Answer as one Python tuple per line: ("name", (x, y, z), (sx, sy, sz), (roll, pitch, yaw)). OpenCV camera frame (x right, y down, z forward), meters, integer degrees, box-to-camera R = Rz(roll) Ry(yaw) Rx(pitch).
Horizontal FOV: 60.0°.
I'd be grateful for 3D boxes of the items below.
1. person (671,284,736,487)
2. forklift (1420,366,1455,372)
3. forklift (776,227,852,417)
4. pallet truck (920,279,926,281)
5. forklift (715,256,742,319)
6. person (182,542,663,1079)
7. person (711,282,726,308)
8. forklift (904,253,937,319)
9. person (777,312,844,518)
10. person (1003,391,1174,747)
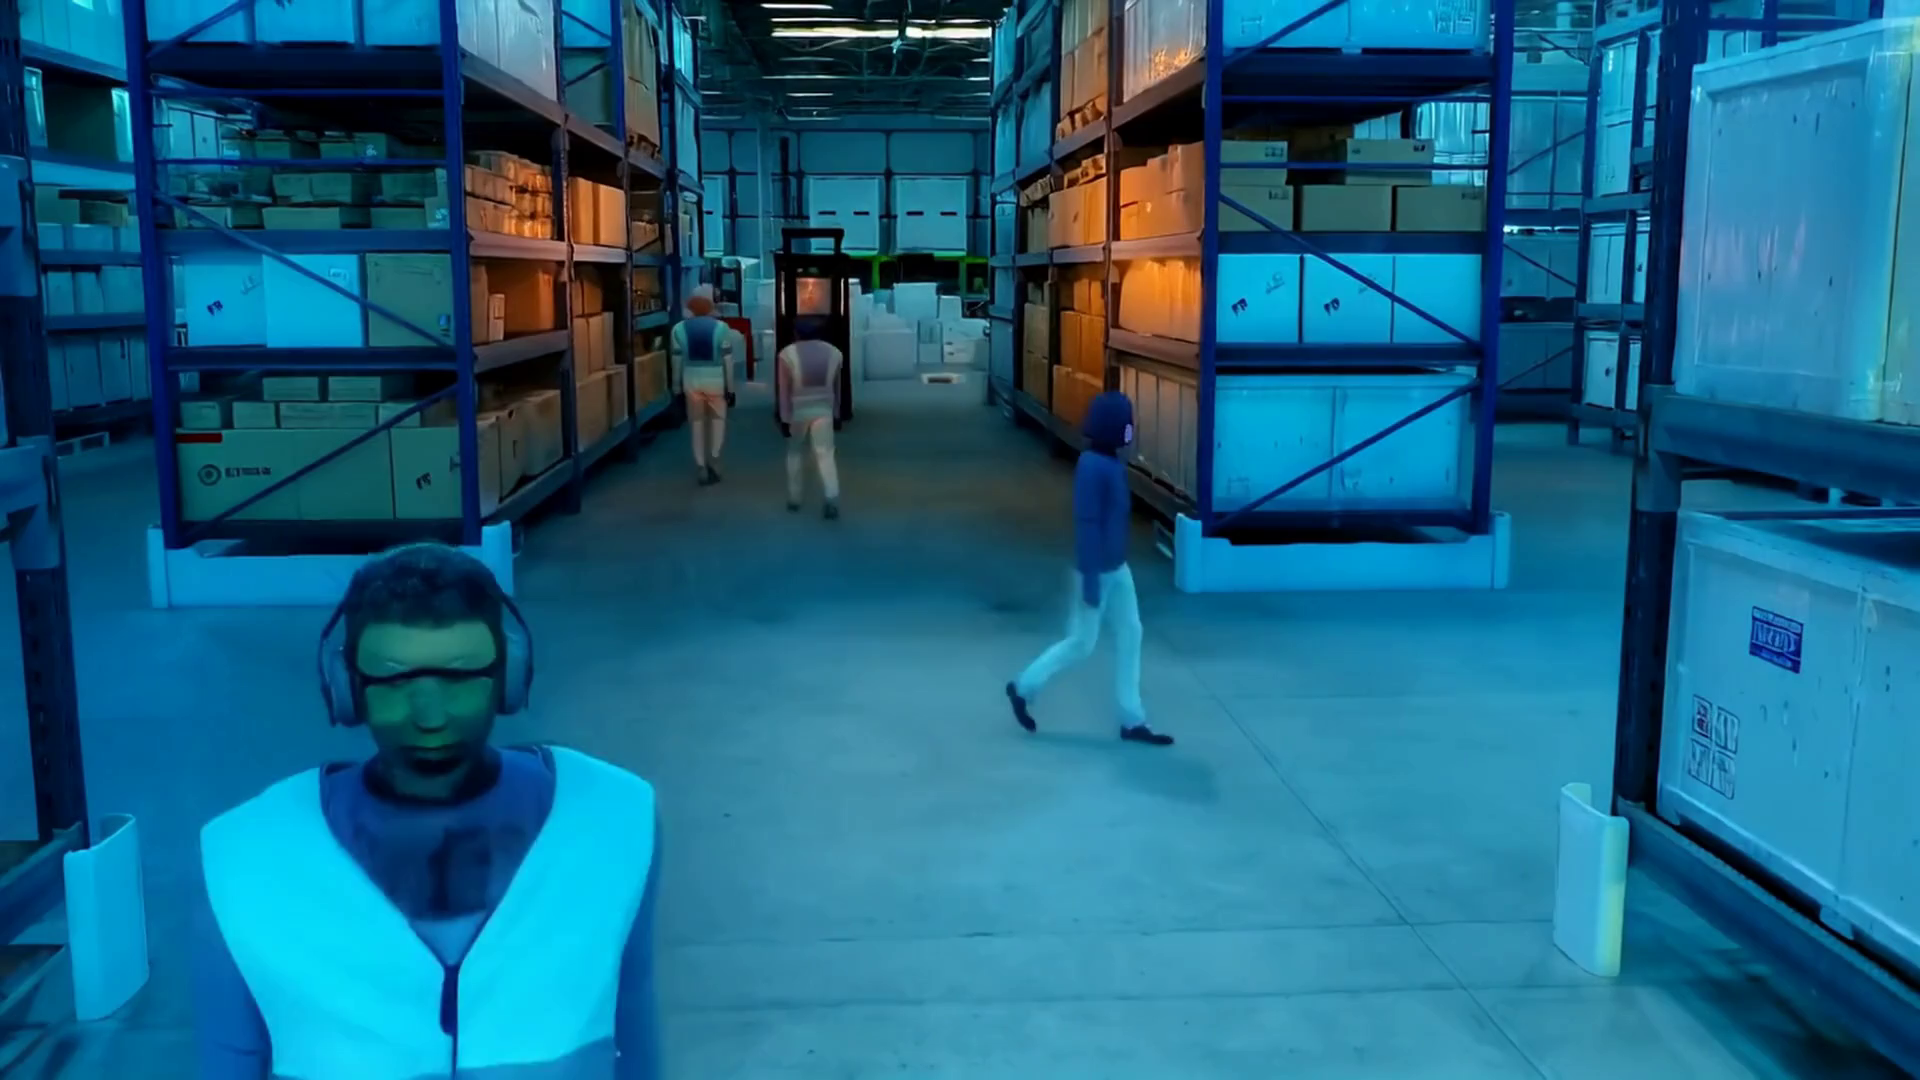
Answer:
("person", (-2.569, -1.544, 16.687), (0.645, 2.027, 0.477), (0, 9, -3))
("forklift", (5.160, -2.371, 19.218), (1.129, 2.768, 1.873), (2, 9, 13))
("forklift", (-2.210, -3.306, 25.087), (1.129, 2.768, 1.873), (-1, 9, -4))
("pallet truck", (-0.932, -8.922, 63.114), (1.885, 1.965, 0.823), (2, 9, 13))
("forklift", (-8.574, -9.187, 62.019), (1.129, 2.768, 1.873), (-1, 9, -4))
("person", (-0.662, 0.882, 2.140), (0.575, 1.816, 0.841), (-4, 10, -22))
("person", (-9.026, -8.718, 62.200), (0.578, 1.882, 0.380), (1, 9, 5))
("forklift", (-1.321, -7.852, 53.634), (1.129, 2.768, 1.873), (-5, 10, -30))
("person", (-1.293, -1.095, 14.587), (0.637, 1.806, 0.931), (-4, 10, -26))
("person", (0.586, 0.125, 7.494), (0.736, 1.609, 0.504), (5, 10, 27))
